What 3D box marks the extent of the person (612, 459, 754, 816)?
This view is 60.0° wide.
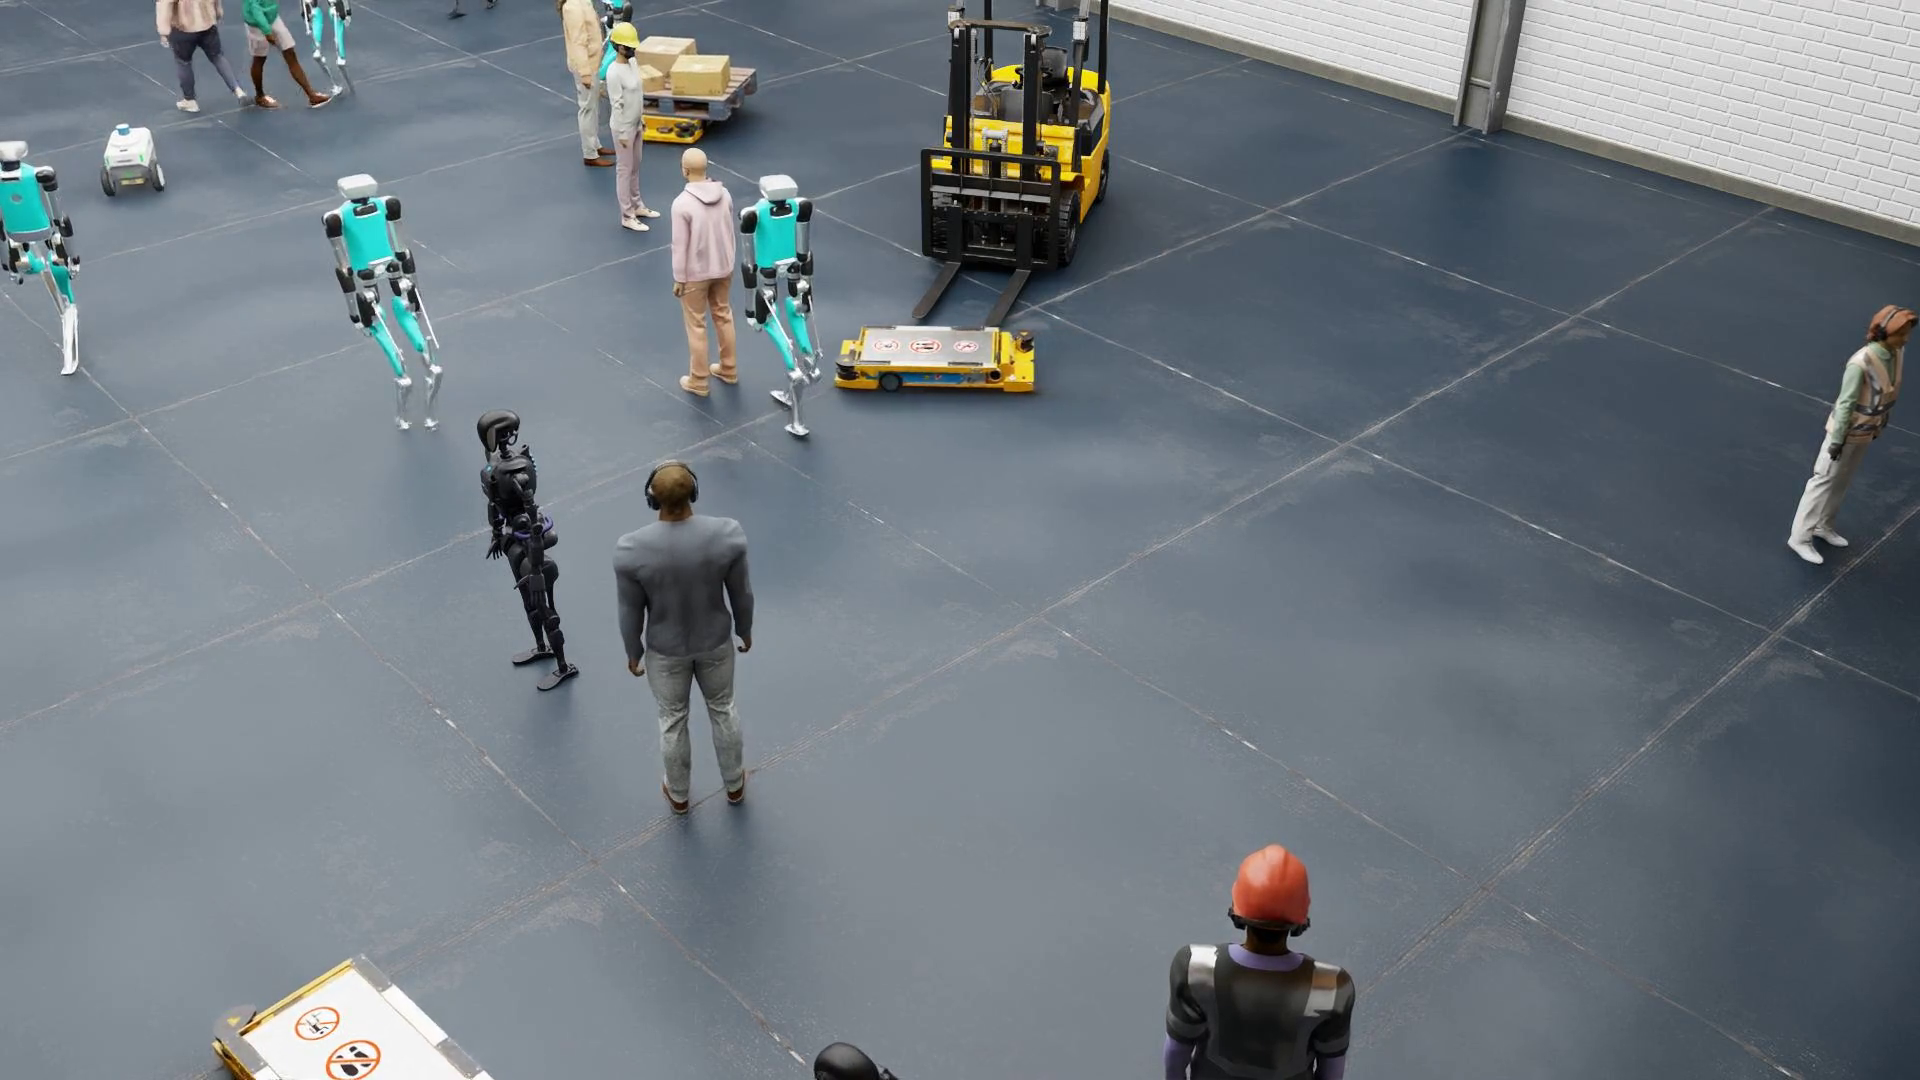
[{"bbox_3d":[-1.290,0.476,7.923,0.644,1.930,0.371,-11,35,-16],"label":"person"}]

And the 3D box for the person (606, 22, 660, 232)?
[{"bbox_3d":[-2.818,-3.546,14.256,0.326,1.762,0.523,6,34,9],"label":"person"}]

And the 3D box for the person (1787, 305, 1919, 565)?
[{"bbox_3d":[5.317,-0.638,9.895,0.522,1.638,0.308,-23,40,-31],"label":"person"}]

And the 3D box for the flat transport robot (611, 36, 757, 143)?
[{"bbox_3d":[-2.773,-4.348,16.856,0.659,0.231,1.431,7,34,11],"label":"flat transport robot"}]

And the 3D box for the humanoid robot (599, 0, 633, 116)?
[{"bbox_3d":[-3.520,-4.943,16.466,0.655,1.841,0.544,-19,38,-27],"label":"humanoid robot"}]

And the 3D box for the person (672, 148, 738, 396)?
[{"bbox_3d":[-1.770,-1.871,11.671,0.405,1.775,0.539,26,41,34],"label":"person"}]

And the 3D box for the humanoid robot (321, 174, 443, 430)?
[{"bbox_3d":[-3.780,-1.514,11.174,0.531,1.799,0.701,-28,42,-36],"label":"humanoid robot"}]

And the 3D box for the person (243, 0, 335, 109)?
[{"bbox_3d":[-6.915,-5.213,16.777,0.989,1.795,0.509,9,34,14],"label":"person"}]

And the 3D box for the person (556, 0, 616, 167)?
[{"bbox_3d":[-3.504,-4.443,15.533,0.390,1.874,0.565,-2,33,-3],"label":"person"}]

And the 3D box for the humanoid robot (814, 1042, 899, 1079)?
[{"bbox_3d":[-0.307,2.262,5.444,0.731,1.640,0.599,16,36,23],"label":"humanoid robot"}]

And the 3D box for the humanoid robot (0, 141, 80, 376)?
[{"bbox_3d":[-6.684,-2.143,12.163,0.536,1.771,1.020,-9,34,-14],"label":"humanoid robot"}]

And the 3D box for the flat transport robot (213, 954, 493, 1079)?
[{"bbox_3d":[-2.389,2.227,6.750,1.431,0.231,0.659,27,41,35],"label":"flat transport robot"}]

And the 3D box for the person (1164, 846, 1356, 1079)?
[{"bbox_3d":[0.990,1.852,5.703,0.604,2.044,0.377,6,34,9],"label":"person"}]

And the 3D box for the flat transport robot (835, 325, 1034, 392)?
[{"bbox_3d":[-0.174,-1.328,12.215,1.431,0.231,0.659,1,33,2],"label":"flat transport robot"}]

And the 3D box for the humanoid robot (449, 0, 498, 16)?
[{"bbox_3d":[-5.921,-7.130,19.893,0.588,1.616,0.792,13,35,20],"label":"humanoid robot"}]

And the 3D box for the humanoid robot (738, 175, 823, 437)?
[{"bbox_3d":[-1.109,-1.532,11.196,0.569,1.775,0.893,-22,39,-29],"label":"humanoid robot"}]

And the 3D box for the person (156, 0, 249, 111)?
[{"bbox_3d":[-7.727,-5.211,16.758,0.771,1.815,0.794,23,40,31],"label":"person"}]

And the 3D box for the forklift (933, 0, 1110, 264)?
[{"bbox_3d":[0.570,-3.725,14.138,1.214,2.155,2.313,9,34,13],"label":"forklift"}]

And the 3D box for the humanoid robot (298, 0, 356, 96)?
[{"bbox_3d":[-6.568,-5.370,17.117,0.541,1.795,0.834,-3,33,-5],"label":"humanoid robot"}]

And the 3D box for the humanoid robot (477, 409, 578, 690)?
[{"bbox_3d":[-2.310,0.044,8.801,0.315,1.657,0.599,-22,39,-30],"label":"humanoid robot"}]

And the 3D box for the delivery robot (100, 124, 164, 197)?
[{"bbox_3d":[-7.638,-3.517,15.314,0.499,0.592,0.771,-10,34,-15],"label":"delivery robot"}]
